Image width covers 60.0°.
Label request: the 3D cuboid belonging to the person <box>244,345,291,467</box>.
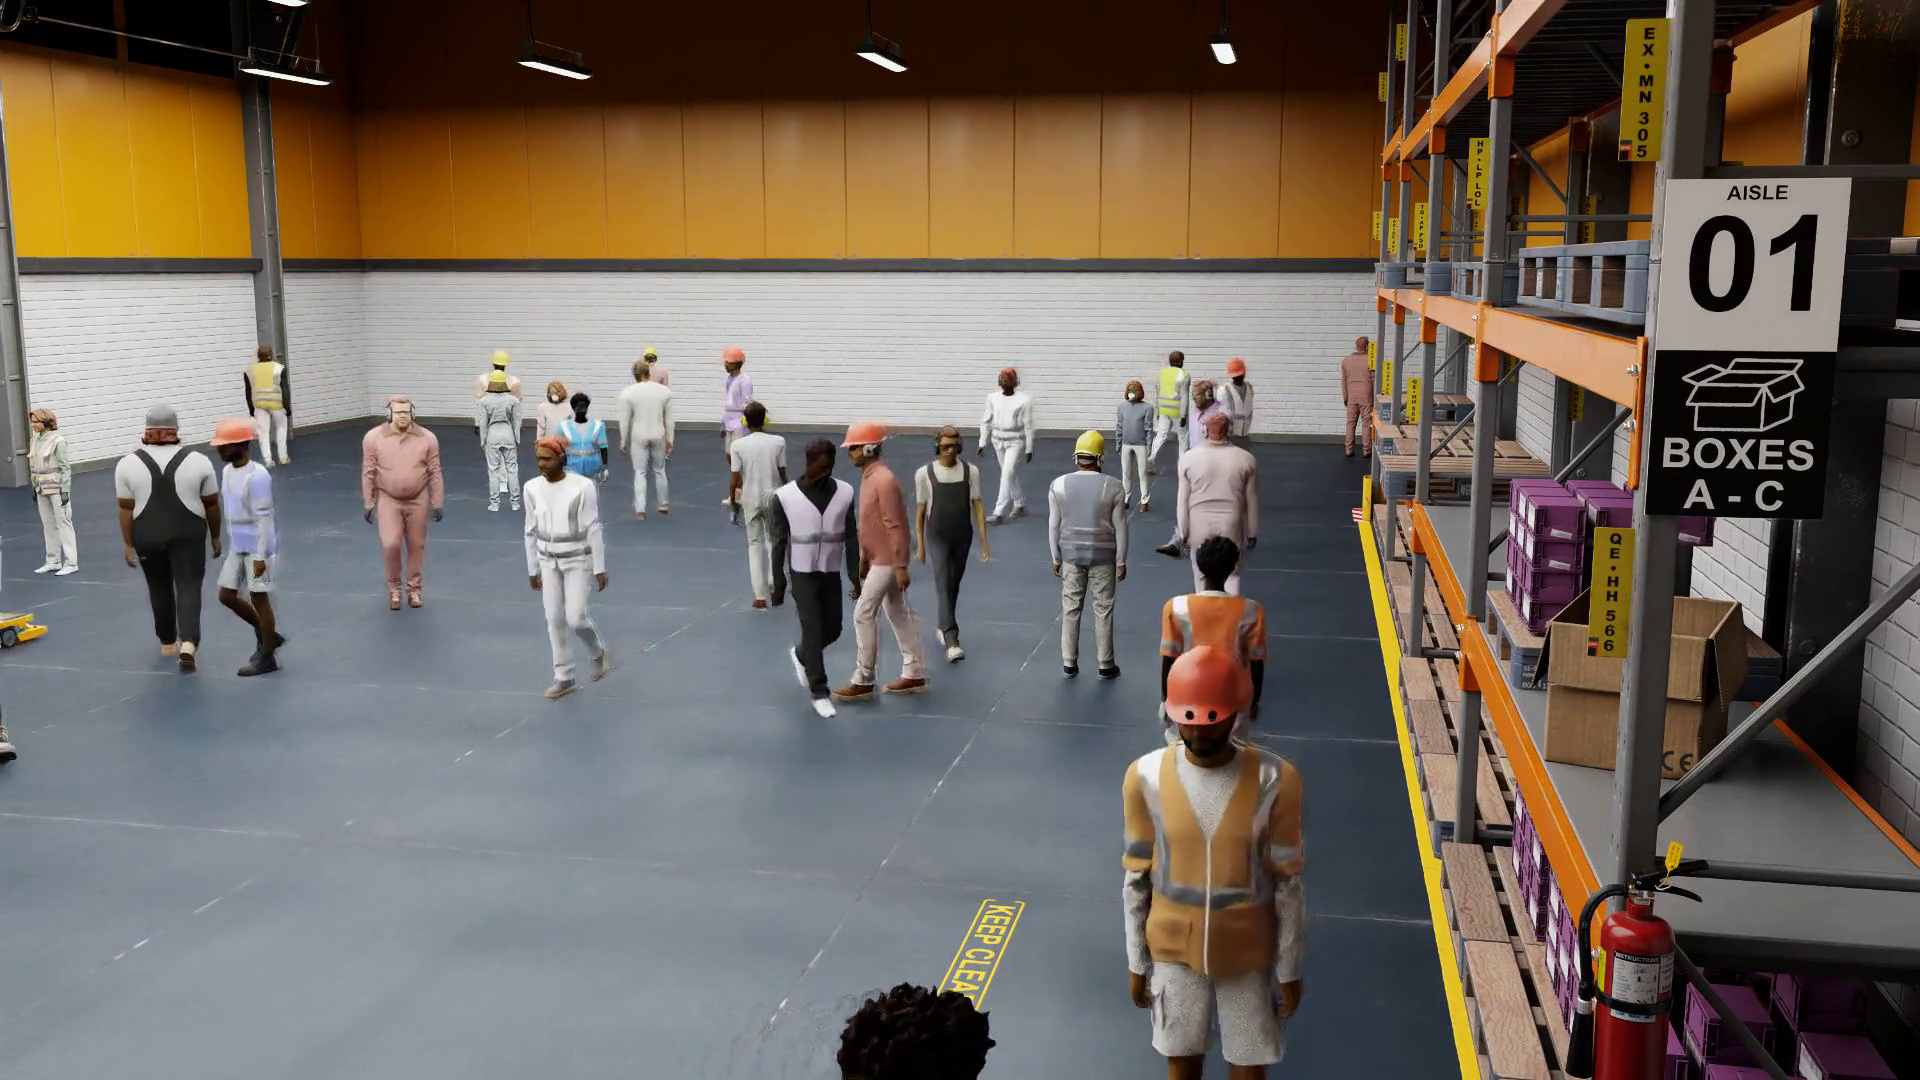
[{"bbox_3d":[-10.373,-2.019,25.029,0.661,1.818,0.726,-1,10,-8],"label":"person"}]

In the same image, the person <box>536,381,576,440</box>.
[{"bbox_3d":[-4.938,-1.146,20.427,0.496,1.610,0.478,0,9,-2],"label":"person"}]

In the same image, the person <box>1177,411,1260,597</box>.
[{"bbox_3d":[2.037,-0.072,13.146,0.649,1.884,0.668,1,9,6],"label":"person"}]

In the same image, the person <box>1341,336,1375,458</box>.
[{"bbox_3d":[6.310,-2.242,26.116,0.642,1.912,0.409,7,12,37],"label":"person"}]

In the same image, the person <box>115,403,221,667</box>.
[{"bbox_3d":[-5.980,-0.065,12.606,0.691,2.000,0.989,-4,10,-22],"label":"person"}]

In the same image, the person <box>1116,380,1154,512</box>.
[{"bbox_3d":[2.142,-1.152,20.417,0.497,1.626,0.286,5,11,30],"label":"person"}]

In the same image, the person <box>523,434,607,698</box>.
[{"bbox_3d":[-2.749,0.176,11.677,0.609,1.865,0.504,3,10,18],"label":"person"}]

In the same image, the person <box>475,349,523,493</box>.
[{"bbox_3d":[-6.148,-1.595,22.215,0.627,1.907,0.580,-2,10,-13],"label":"person"}]

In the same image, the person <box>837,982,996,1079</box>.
[{"bbox_3d":[-0.192,1.648,2.676,0.990,1.918,0.601,-7,12,-36],"label":"person"}]

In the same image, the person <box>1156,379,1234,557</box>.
[{"bbox_3d":[2.507,-0.715,17.106,1.006,1.850,0.643,-6,11,-31],"label":"person"}]

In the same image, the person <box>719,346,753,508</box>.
[{"bbox_3d":[-2.794,-1.403,20.746,0.462,2.027,0.688,-6,11,-33],"label":"person"}]

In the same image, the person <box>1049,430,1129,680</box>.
[{"bbox_3d":[0.946,0.114,12.151,0.590,1.833,0.404,3,10,17],"label":"person"}]

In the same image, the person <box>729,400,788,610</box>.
[{"bbox_3d":[-1.754,-0.299,14.573,0.563,1.853,0.396,-3,10,-20],"label":"person"}]

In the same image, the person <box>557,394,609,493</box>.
[{"bbox_3d":[-4.053,-0.754,17.904,0.542,1.642,0.876,-3,10,-20],"label":"person"}]

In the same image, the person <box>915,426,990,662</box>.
[{"bbox_3d":[-0.070,0.005,12.926,0.536,1.792,0.977,-2,10,-15],"label":"person"}]

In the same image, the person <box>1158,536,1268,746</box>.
[{"bbox_3d":[1.284,0.801,8.500,0.550,1.668,0.680,1,9,5],"label":"person"}]

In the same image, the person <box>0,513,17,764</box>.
[{"bbox_3d":[-6.112,0.374,10.138,0.607,1.984,1.069,-9,13,-44],"label":"person"}]

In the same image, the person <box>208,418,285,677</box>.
[{"bbox_3d":[-5.256,0.056,12.247,0.556,1.922,0.438,6,11,34],"label":"person"}]

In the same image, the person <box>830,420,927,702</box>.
[{"bbox_3d":[-0.609,0.143,11.610,0.835,1.951,0.634,-2,10,-12],"label":"person"}]

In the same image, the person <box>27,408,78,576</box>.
[{"bbox_3d":[-8.874,-0.468,16.243,0.523,1.638,0.311,5,11,27],"label":"person"}]

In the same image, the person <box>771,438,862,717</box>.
[{"bbox_3d":[-1.018,0.233,11.356,0.601,1.862,0.728,-5,11,-29],"label":"person"}]

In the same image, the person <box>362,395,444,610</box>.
[{"bbox_3d":[-4.867,-0.322,14.591,0.679,1.887,0.540,-4,10,-24],"label":"person"}]

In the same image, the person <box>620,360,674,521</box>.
[{"bbox_3d":[-3.729,-1.184,19.857,0.660,1.899,0.677,-4,10,-25],"label":"person"}]

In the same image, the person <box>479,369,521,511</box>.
[{"bbox_3d":[-5.669,-1.227,20.500,0.494,1.743,0.307,-4,10,-23],"label":"person"}]

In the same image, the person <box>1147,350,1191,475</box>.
[{"bbox_3d":[3.028,-1.834,24.010,0.629,1.806,0.922,9,13,43],"label":"person"}]

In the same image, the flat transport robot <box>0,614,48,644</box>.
[{"bbox_3d":[-7.900,0.768,12.907,0.652,0.197,1.431,2,10,13],"label":"flat transport robot"}]

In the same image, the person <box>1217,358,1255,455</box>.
[{"bbox_3d":[3.451,-1.335,20.709,0.601,1.888,0.498,-5,11,-28],"label":"person"}]

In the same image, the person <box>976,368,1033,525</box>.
[{"bbox_3d":[0.568,-1.114,19.608,0.586,1.832,1.025,6,11,32],"label":"person"}]

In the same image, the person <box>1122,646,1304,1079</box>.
[{"bbox_3d":[0.780,1.238,5.129,0.567,1.916,0.627,3,10,15],"label":"person"}]

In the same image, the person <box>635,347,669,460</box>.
[{"bbox_3d":[-4.752,-2.083,25.693,0.536,1.785,0.413,-2,10,-11],"label":"person"}]
